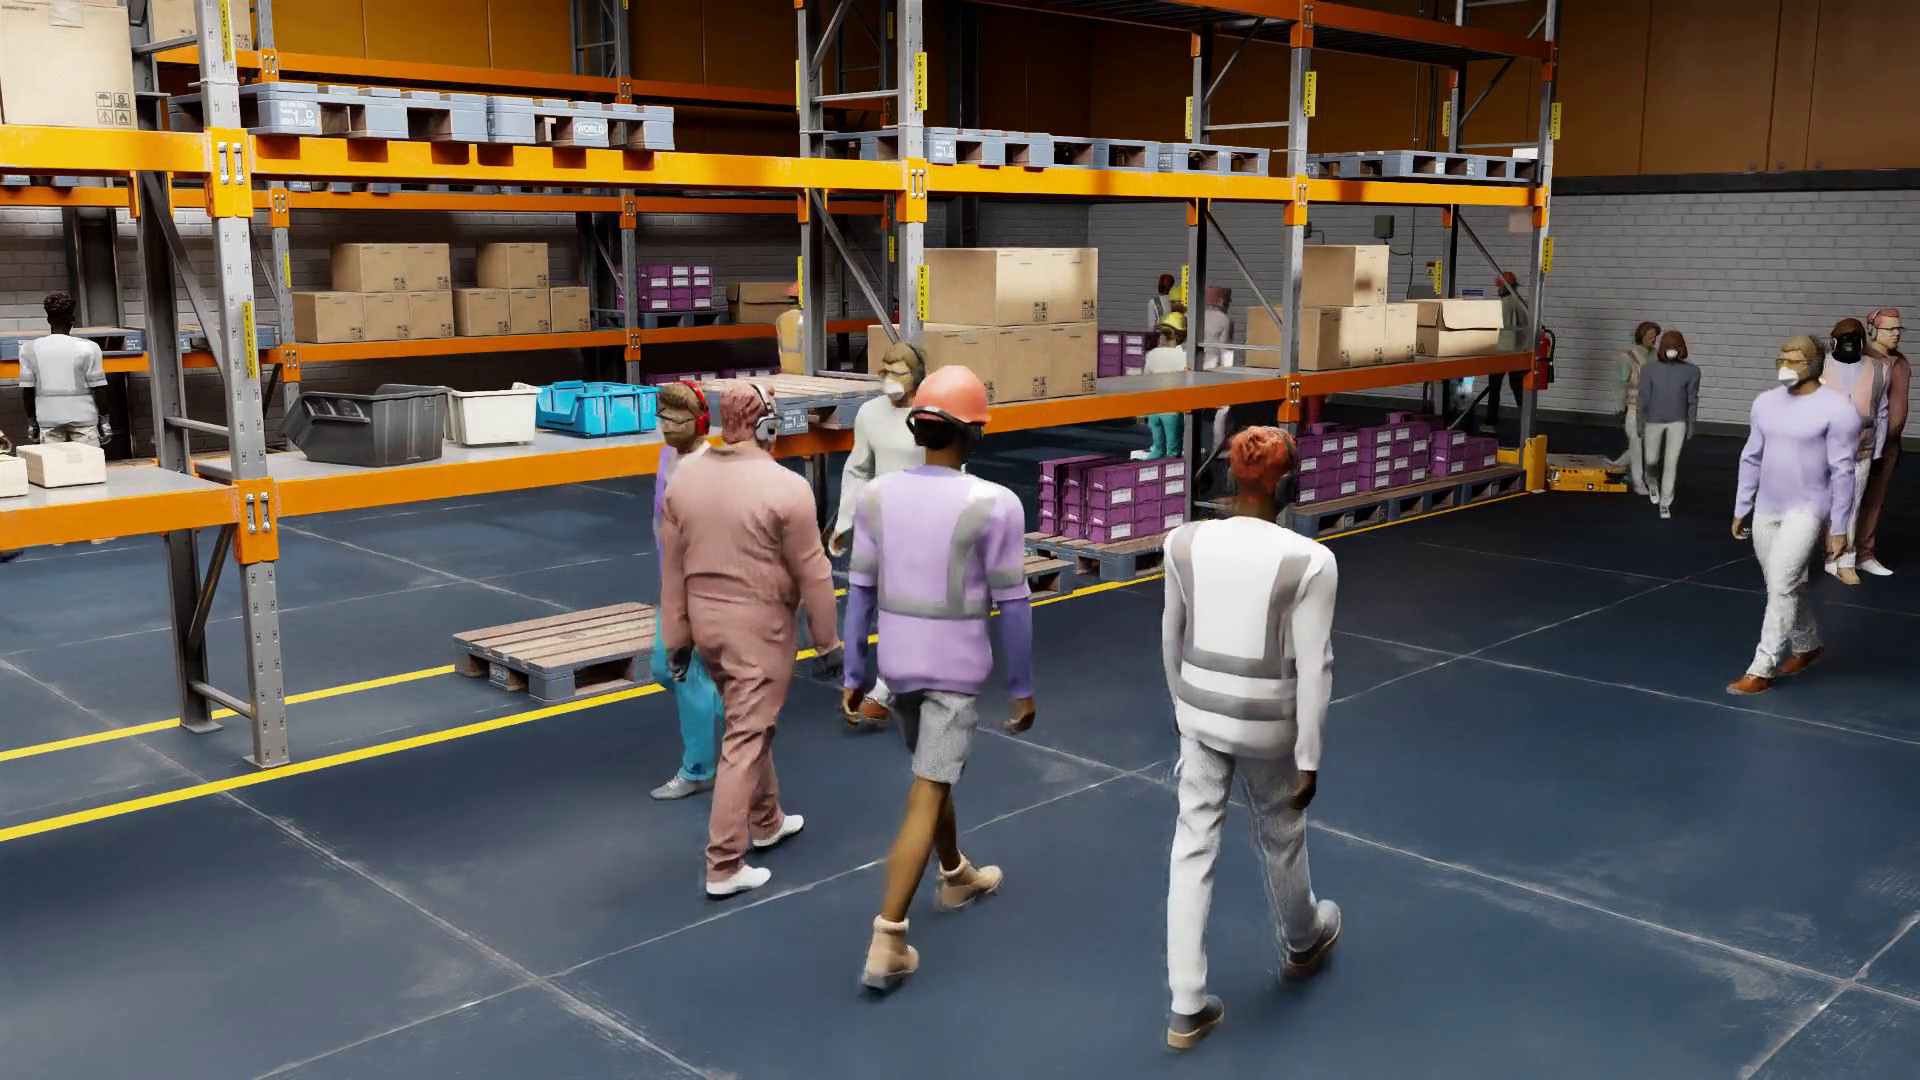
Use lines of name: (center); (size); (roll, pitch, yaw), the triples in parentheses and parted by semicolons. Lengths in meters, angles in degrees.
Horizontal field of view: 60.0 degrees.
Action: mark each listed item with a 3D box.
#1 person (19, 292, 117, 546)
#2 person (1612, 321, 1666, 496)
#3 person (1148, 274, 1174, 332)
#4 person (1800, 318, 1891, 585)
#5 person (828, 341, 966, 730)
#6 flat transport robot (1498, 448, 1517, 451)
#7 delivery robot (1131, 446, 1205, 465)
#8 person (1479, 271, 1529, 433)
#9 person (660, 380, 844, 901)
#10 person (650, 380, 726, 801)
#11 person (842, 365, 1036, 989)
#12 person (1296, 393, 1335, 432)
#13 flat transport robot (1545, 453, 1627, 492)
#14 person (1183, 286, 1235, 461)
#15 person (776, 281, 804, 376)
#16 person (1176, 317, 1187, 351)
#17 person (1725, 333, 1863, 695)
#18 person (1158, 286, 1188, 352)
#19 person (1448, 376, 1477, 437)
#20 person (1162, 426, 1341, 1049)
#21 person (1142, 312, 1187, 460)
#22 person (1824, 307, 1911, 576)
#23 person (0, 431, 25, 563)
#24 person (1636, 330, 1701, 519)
person: (-6.934, -0.934, 12.939); (0.617, 1.964, 0.361); (-2, 11, -12)
person: (6.321, -1.245, 15.571); (0.540, 1.617, 0.574); (-4, 11, -21)
person: (2.777, -2.640, 22.470); (0.584, 1.882, 0.349); (-4, 11, -22)
person: (6.071, -0.608, 11.504); (0.626, 1.844, 0.429); (2, 11, 12)
person: (-0.318, -0.034, 8.253); (0.655, 1.884, 1.020); (9, 14, 39)
flat transport robot: (5.161, -0.860, 17.163); (1.431, 0.197, 0.652); (8, 13, 38)
delivery robot: (1.934, -0.740, 15.479); (0.707, 0.478, 0.477); (-7, 12, -33)
person: (6.629, -2.259, 20.122); (0.663, 1.978, 0.679); (-2, 11, -11)
person: (-0.716, 0.346, 6.211); (0.642, 1.874, 0.864); (7, 13, 35)
person: (-1.083, 0.215, 7.073); (0.476, 1.817, 0.612); (-6, 12, -31)
person: (-0.086, 0.424, 5.514); (0.625, 1.988, 1.014); (6, 12, 31)
person: (3.560, -1.568, 16.995); (0.572, 1.746, 0.477); (8, 13, 36)
flat transport robot: (5.982, -0.664, 16.092); (0.652, 0.197, 1.431); (2, 11, 11)
person: (2.689, -1.746, 17.643); (0.797, 1.857, 0.741); (-8, 13, -36)
person: (-1.687, -1.872, 18.211); (0.570, 1.905, 0.875); (7, 13, 34)
person: (2.098, -1.357, 16.182); (0.289, 1.628, 0.519); (1, 10, 5)
person: (4.445, -0.149, 8.854); (0.768, 1.928, 0.647); (-4, 11, -22)
person: (2.561, -2.087, 19.650); (0.490, 1.813, 0.589); (-8, 13, -37)
person: (5.299, -1.690, 17.883); (0.762, 1.675, 0.539); (1, 10, 3)
person: (0.897, 0.560, 5.132); (0.597, 1.832, 0.969); (6, 12, 32)
person: (1.768, -1.094, 14.411); (0.523, 1.753, 0.538); (-8, 13, -38)
person: (6.410, -0.674, 11.688); (0.651, 1.906, 0.403); (-5, 11, -23)
person: (-7.447, -0.753, 12.218); (1.024, 1.885, 0.549); (1, 10, 5)
person: (6.113, -1.021, 14.406); (0.495, 1.608, 0.708); (4, 11, 22)
